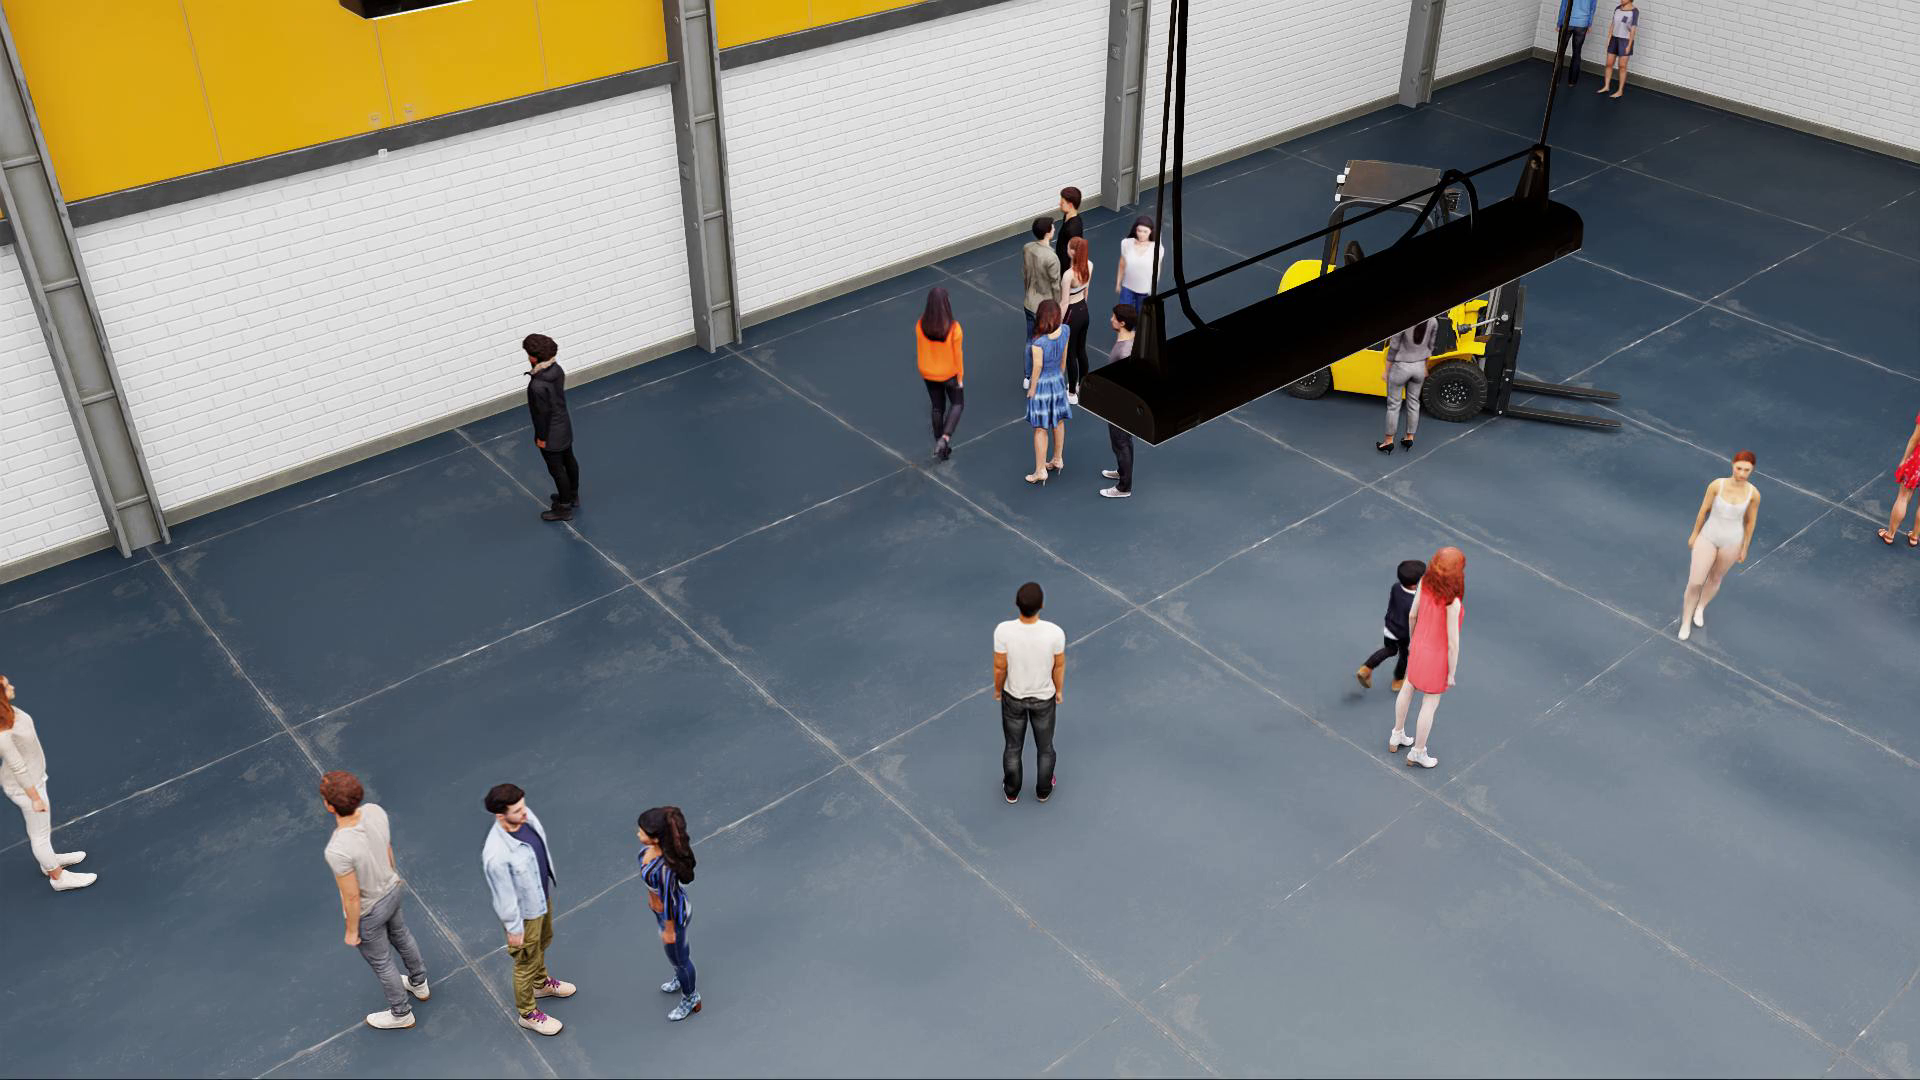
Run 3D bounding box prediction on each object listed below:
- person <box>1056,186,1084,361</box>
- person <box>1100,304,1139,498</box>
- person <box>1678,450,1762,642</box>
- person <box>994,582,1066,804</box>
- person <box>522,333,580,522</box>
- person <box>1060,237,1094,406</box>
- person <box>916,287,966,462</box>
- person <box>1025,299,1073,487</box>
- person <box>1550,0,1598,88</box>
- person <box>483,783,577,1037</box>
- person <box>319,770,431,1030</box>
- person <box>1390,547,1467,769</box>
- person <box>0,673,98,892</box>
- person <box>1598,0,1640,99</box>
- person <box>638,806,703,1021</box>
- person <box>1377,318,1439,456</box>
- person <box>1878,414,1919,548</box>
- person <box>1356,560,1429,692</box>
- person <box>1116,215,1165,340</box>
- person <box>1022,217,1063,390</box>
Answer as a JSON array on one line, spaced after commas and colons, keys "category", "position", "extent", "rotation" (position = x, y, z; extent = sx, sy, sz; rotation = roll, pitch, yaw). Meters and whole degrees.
[{"category": "person", "position": [1.132, -2.744, 17.081], "extent": [0.792, 1.861, 0.763], "rotation": [-2, 34, -3]}, {"category": "person", "position": [1.453, -1.253, 14.848], "extent": [0.794, 1.851, 0.707], "rotation": [5, 34, 8]}, {"category": "person", "position": [6.028, -0.028, 13.205], "extent": [0.780, 1.629, 0.877], "rotation": [11, 35, 15]}, {"category": "person", "position": [0.468, 1.053, 11.421], "extent": [0.699, 1.804, 0.767], "rotation": [2, 34, 3]}, {"category": "person", "position": [-3.553, -0.994, 14.524], "extent": [0.786, 1.779, 0.711], "rotation": [6, 34, 9]}, {"category": "person", "position": [1.134, -2.163, 16.317], "extent": [0.678, 1.741, 0.512], "rotation": [25, 41, 33]}, {"category": "person", "position": [-0.212, -1.464, 15.272], "extent": [0.799, 1.733, 0.875], "rotation": [16, 37, 22]}, {"category": "person", "position": [0.779, -1.341, 15.022], "extent": [0.756, 1.806, 0.548], "rotation": [26, 42, 34]}, {"category": "person", "position": [9.025, -7.591, 24.411], "extent": [0.745, 1.820, 0.771], "rotation": [8, 34, 11]}, {"category": "person", "position": [-2.563, 2.134, 9.789], "extent": [0.812, 1.810, 0.745], "rotation": [4, 34, 5]}, {"category": "person", "position": [-3.444, 2.111, 9.747], "extent": [0.801, 1.895, 0.697], "rotation": [8, 34, 11]}, {"category": "person", "position": [3.316, 0.820, 11.750], "extent": [0.594, 1.827, 0.655], "rotation": [-14, 36, -20]}, {"category": "person", "position": [-6.048, 1.553, 10.752], "extent": [0.589, 1.711, 0.645], "rotation": [-18, 38, -25]}, {"category": "person", "position": [9.597, -7.243, 24.122], "extent": [0.558, 1.559, 0.604], "rotation": [-21, 39, -28]}, {"category": "person", "position": [-1.722, 2.197, 9.869], "extent": [0.684, 1.618, 0.694], "rotation": [-9, 35, -13]}, {"category": "person", "position": [4.155, -1.569, 15.481], "extent": [0.660, 1.677, 0.773], "rotation": [-8, 34, -12]}, {"category": "person", "position": [8.244, -0.656, 14.183], "extent": [0.668, 1.593, 0.710], "rotation": [7, 34, 11]}, {"category": "person", "position": [3.285, 0.669, 12.534], "extent": [0.802, 1.212, 0.635], "rotation": [-14, 36, -20]}, {"category": "person", "position": [1.834, -2.577, 17.010], "extent": [0.747, 1.663, 0.789], "rotation": [12, 35, 17]}, {"category": "person", "position": [0.794, -2.314, 16.431], "extent": [0.585, 1.865, 0.718], "rotation": [-22, 39, -29]}]
